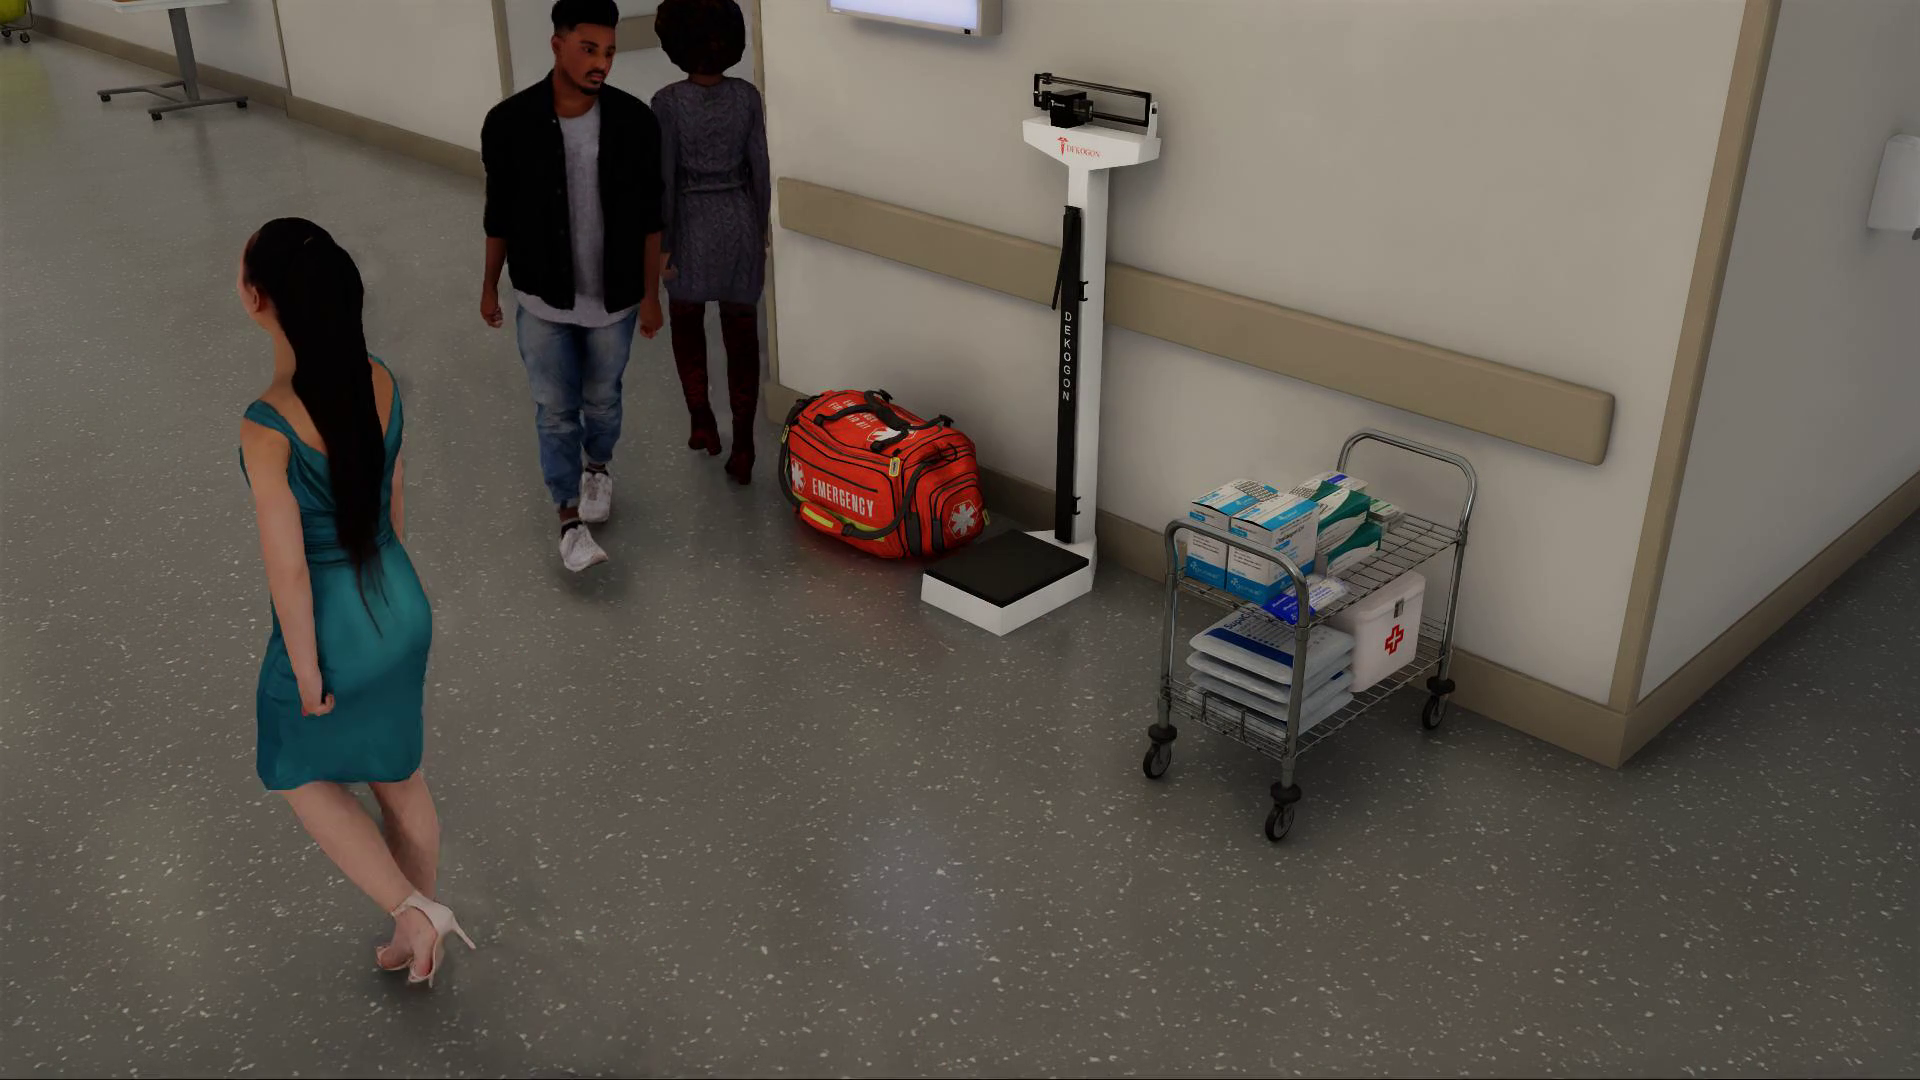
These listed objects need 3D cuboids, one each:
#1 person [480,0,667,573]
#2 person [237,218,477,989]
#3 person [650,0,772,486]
[{"bbox_3d":[-1.211,-0.834,5.330,1.080,1.752,1.226,-5,26,-10],"label":"person"},{"bbox_3d":[-1.133,0.210,3.255,0.719,1.674,0.641,13,29,26],"label":"person"},{"bbox_3d":[-0.817,-0.988,5.710,0.719,1.699,0.772,-8,27,-15],"label":"person"}]
